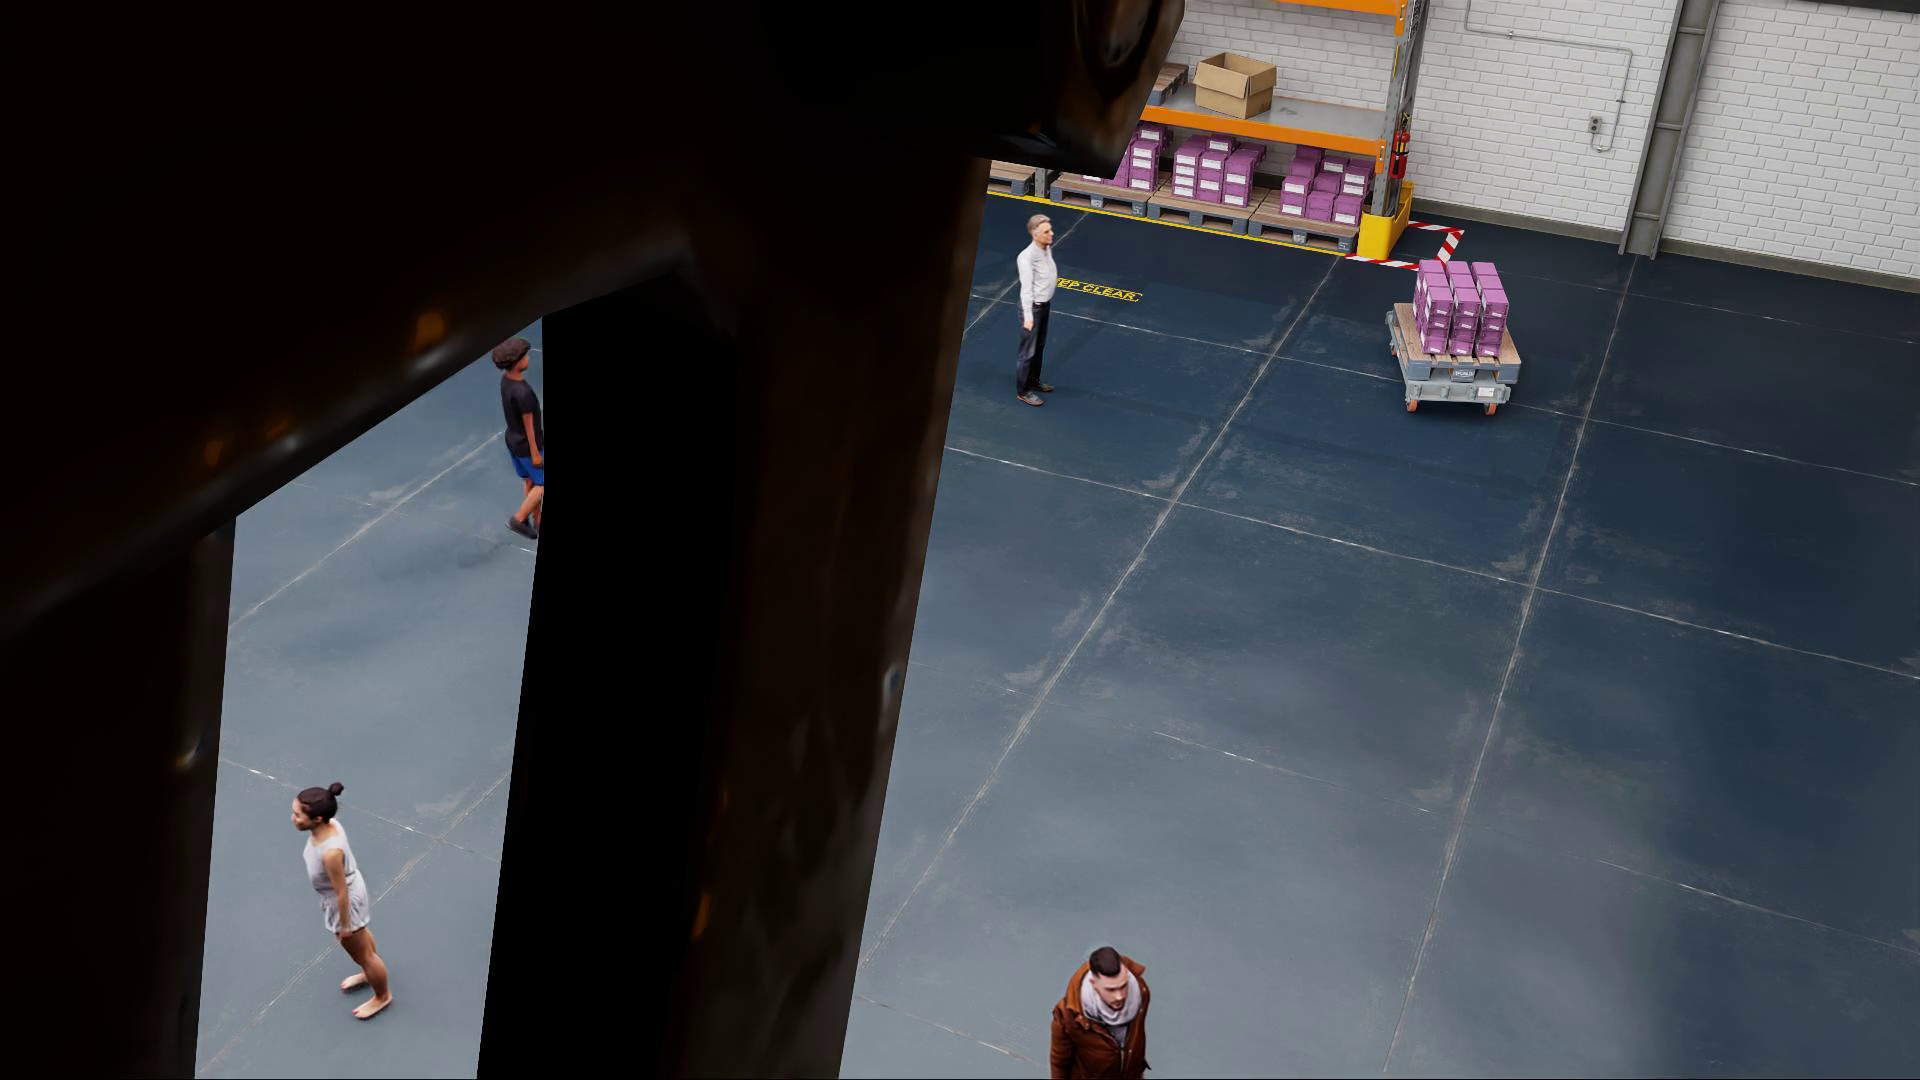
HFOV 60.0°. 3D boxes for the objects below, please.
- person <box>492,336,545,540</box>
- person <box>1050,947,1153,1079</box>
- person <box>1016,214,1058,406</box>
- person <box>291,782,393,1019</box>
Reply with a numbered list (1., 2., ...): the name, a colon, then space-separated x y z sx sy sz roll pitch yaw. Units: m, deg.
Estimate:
1. person: -3.541 -0.766 13.303 0.886 1.789 0.841 -19 38 -26
2. person: 0.674 2.653 8.116 0.848 1.837 0.885 -18 38 -25
3. person: 0.696 -2.161 15.374 0.565 1.819 0.648 16 37 22
4. person: -3.454 1.996 9.309 0.707 1.610 0.624 -17 37 -24
